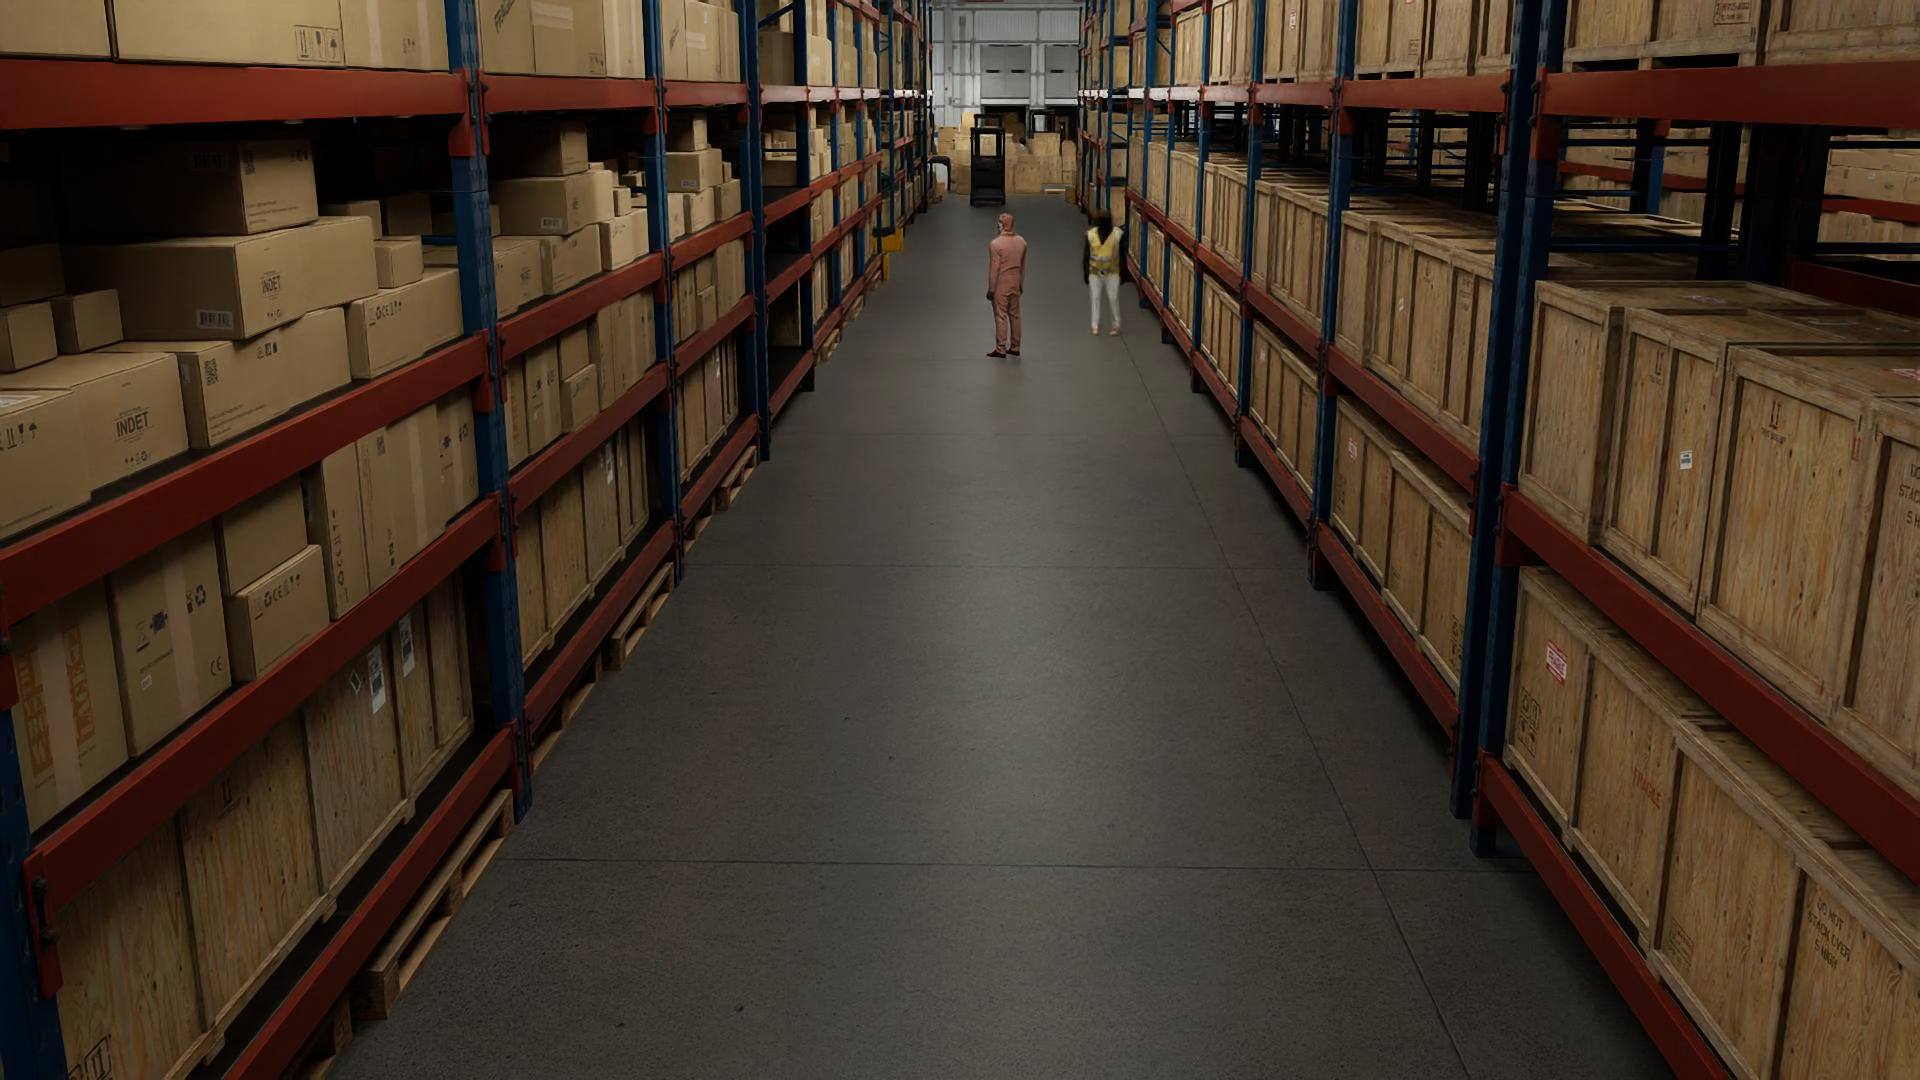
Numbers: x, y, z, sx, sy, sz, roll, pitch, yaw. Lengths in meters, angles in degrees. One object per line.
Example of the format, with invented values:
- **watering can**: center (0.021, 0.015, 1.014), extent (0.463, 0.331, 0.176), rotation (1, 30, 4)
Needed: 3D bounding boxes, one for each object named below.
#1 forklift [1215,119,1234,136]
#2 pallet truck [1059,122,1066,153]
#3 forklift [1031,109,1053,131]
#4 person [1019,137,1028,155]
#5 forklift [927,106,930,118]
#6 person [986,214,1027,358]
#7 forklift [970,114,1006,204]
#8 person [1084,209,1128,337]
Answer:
- **forklift**: center (6.726, -9.628, 43.613), extent (1.873, 2.768, 1.129), rotation (-8, 17, -26)
- **pallet truck**: center (5.788, -21.111, 88.014), extent (1.885, 1.965, 0.823), rotation (5, 16, 18)
- **forklift**: center (3.409, -16.577, 69.471), extent (1.129, 2.768, 1.873), rotation (0, 15, 2)
- **person**: center (2.373, -14.478, 63.629), extent (0.429, 1.845, 0.621), rotation (-5, 16, -20)
- **forklift**: center (-1.918, -21.452, 87.607), extent (1.129, 2.768, 1.873), rotation (0, 15, 2)
- **person**: center (0.596, -3.407, 22.313), extent (0.655, 1.906, 0.407), rotation (-14, 20, -42)
- **forklift**: center (0.902, -12.211, 53.226), extent (1.129, 2.768, 1.873), rotation (0, 15, 2)
- **person**: center (2.121, -3.892, 24.256), extent (0.639, 1.839, 0.429), rotation (5, 16, 18)
